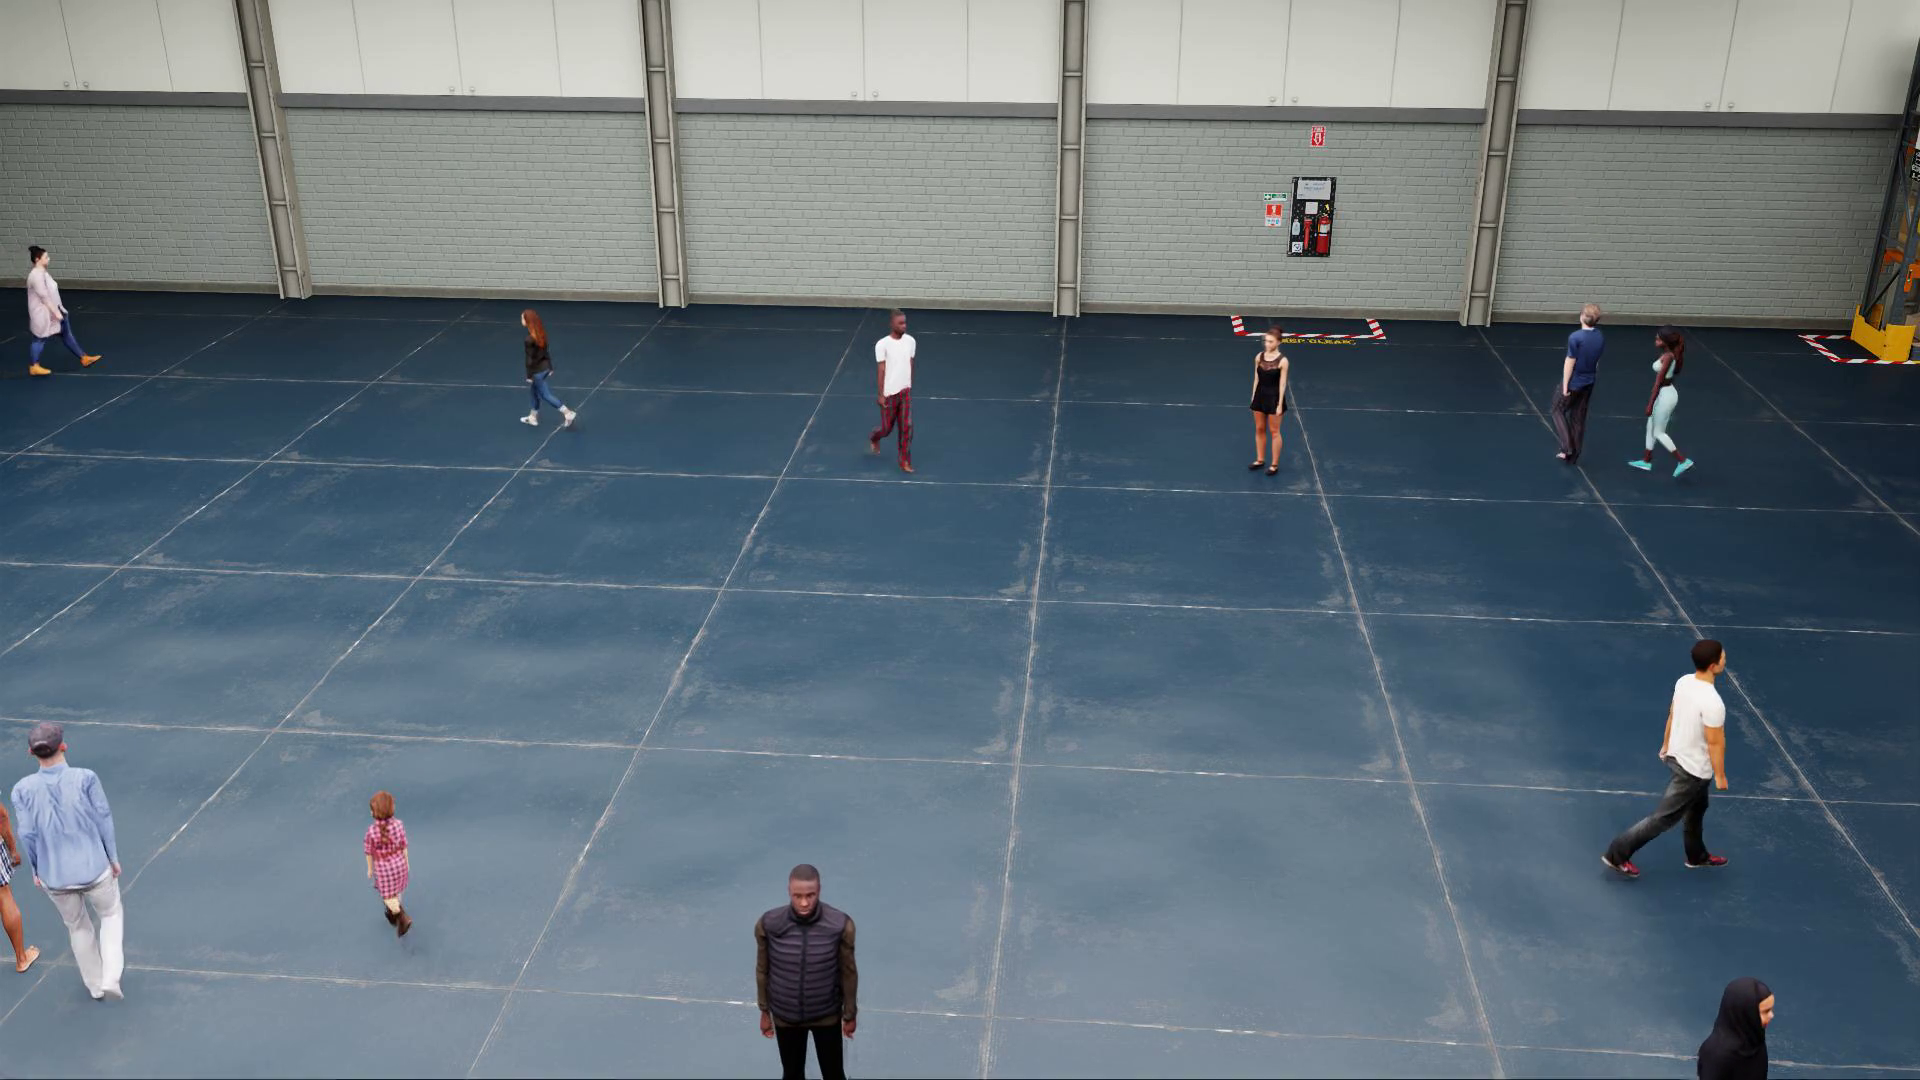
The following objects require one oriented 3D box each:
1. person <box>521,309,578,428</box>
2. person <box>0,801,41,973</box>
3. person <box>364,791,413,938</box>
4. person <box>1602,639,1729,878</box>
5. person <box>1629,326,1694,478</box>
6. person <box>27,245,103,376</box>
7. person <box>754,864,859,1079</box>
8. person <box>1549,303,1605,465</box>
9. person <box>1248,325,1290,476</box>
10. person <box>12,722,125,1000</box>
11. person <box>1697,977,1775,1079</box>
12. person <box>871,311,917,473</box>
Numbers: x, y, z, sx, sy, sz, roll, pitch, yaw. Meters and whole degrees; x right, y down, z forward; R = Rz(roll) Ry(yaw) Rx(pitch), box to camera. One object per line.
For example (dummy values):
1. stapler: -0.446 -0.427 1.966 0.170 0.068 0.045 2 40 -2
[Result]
1. person: -4.957 -2.019 19.888 0.990 1.449 0.610 3 23 8
2. person: -6.102 1.927 10.248 0.613 1.732 0.774 -8 24 -17
3. person: -3.688 2.107 10.748 0.633 1.009 0.704 -19 30 -38
4. person: 4.807 1.515 11.169 1.163 1.770 0.714 0 23 0
5. person: 7.833 -1.492 18.326 0.994 1.701 0.798 14 27 29
6. person: -12.070 -2.958 21.790 1.199 1.688 0.920 -5 24 -13
7. person: -0.799 2.481 8.814 0.498 1.834 0.746 2 23 4
8. person: 6.992 -1.717 18.659 0.743 1.855 0.836 -6 24 -15
9. person: 3.455 -1.571 18.540 0.671 1.679 0.743 21 31 40
10. person: -5.287 1.991 9.919 0.883 1.871 0.905 -9 25 -19
11. person: 3.748 2.823 8.290 1.009 1.615 1.092 -20 30 -39
12. person: -0.771 -1.678 18.620 1.053 1.814 1.059 -13 27 -29
